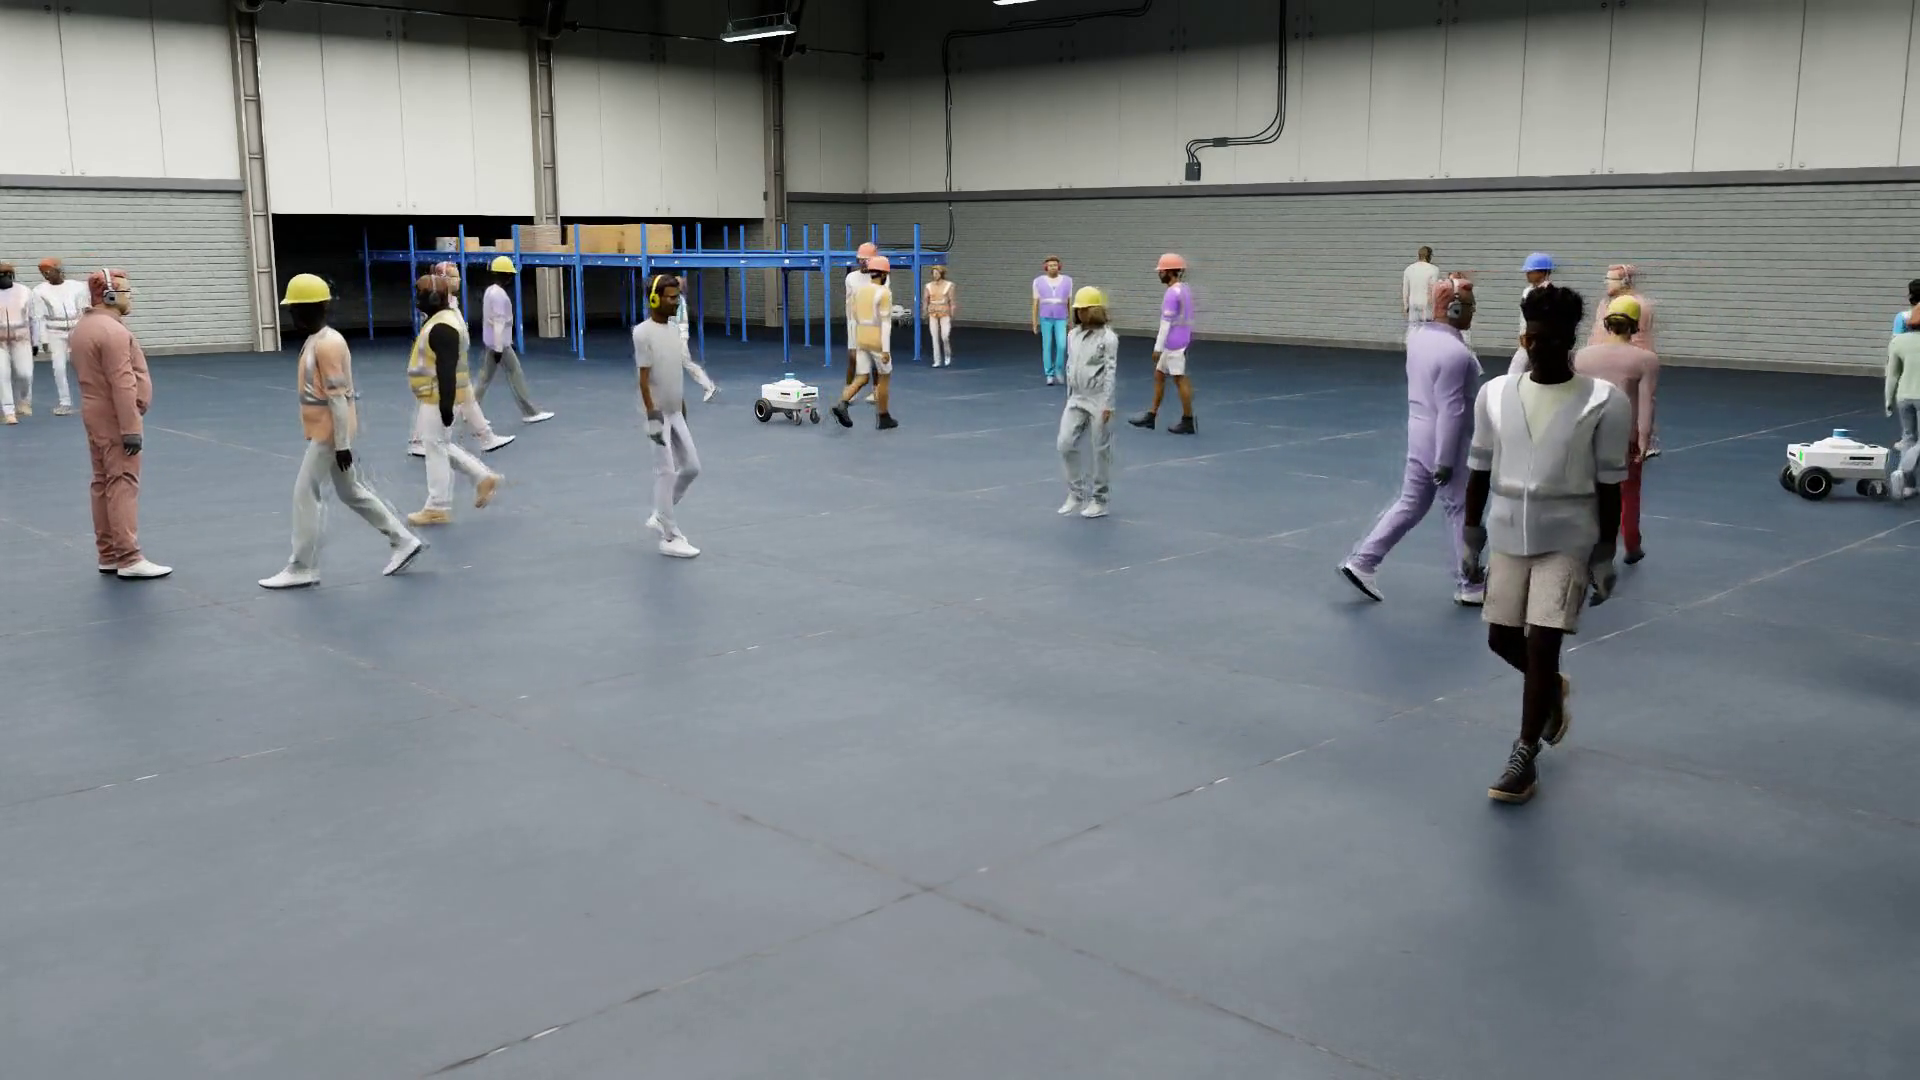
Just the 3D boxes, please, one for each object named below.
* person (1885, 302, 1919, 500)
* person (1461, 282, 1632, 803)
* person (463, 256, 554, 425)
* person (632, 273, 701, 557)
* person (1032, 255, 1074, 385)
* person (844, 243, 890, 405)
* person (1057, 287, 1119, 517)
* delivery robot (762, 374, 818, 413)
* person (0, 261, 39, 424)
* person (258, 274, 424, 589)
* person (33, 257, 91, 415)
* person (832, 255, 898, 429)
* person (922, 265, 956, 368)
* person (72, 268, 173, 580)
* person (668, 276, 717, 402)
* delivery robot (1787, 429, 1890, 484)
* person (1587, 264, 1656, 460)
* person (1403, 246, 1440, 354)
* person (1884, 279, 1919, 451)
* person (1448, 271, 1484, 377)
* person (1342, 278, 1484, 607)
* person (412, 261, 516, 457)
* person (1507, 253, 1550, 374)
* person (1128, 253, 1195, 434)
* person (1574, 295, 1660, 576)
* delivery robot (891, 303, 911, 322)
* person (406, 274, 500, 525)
[{"bbox_3d":[7.631,-1.115,13.281,0.704,1.608,0.502,-7,13,-34],"label":"person"},{"bbox_3d":[2.257,-0.018,6.405,0.607,1.942,0.797,9,14,41],"label":"person"},{"bbox_3d":[-5.136,-2.228,18.630,0.991,1.877,0.608,-5,12,-28],"label":"person"},{"bbox_3d":[-1.928,-0.826,11.016,0.458,1.861,0.550,5,12,25],"label":"person"},{"bbox_3d":[1.317,-3.078,23.388,0.608,1.821,0.693,0,10,-2],"label":"person"},{"bbox_3d":[-1.161,-2.707,20.868,0.627,2.009,0.668,4,11,19],"label":"person"},{"bbox_3d":[0.931,-1.020,12.420,0.511,1.721,0.556,9,14,42],"label":"person"},{"bbox_3d":[-1.938,-1.656,18.973,0.477,0.478,0.707,-10,14,-44],"label":"delivery robot"},{"bbox_3d":[-10.759,-2.234,18.801,0.638,1.828,0.446,-7,12,-32],"label":"person"},{"bbox_3d":[-3.799,-0.677,10.148,0.944,1.892,0.601,-5,11,-25],"label":"person"},{"bbox_3d":[-10.533,-2.417,19.740,0.752,1.861,0.369,-8,13,-38],"label":"person"},{"bbox_3d":[-1.020,-2.145,18.126,0.560,1.902,0.823,9,14,39],"label":"person"},{"bbox_3d":[-0.342,-3.580,26.659,0.548,1.625,0.371,3,11,18],"label":"person"},{"bbox_3d":[-5.222,-0.723,10.336,0.399,1.909,0.642,-10,14,-43],"label":"person"},{"bbox_3d":[-3.519,-2.553,21.155,0.809,1.602,0.541,-1,10,-4],"label":"person"},{"bbox_3d":[7.151,-0.661,13.545,0.707,0.478,0.477,2,11,9],"label":"delivery robot"},{"bbox_3d":[6.050,-1.608,15.320,1.006,1.859,0.648,-1,10,-6],"label":"person"},{"bbox_3d":[7.484,-3.790,26.979,0.350,1.935,0.635,-10,14,-44],"label":"person"},{"bbox_3d":[9.365,-1.716,16.338,0.550,1.680,0.375,-2,11,-9],"label":"person"},{"bbox_3d":[7.251,-3.107,24.157,0.831,1.607,0.523,-2,11,-10],"label":"person"},{"bbox_3d":[2.703,-0.554,9.496,0.919,1.877,0.636,-1,10,-8],"label":"person"},{"bbox_3d":[-4.811,-1.716,15.887,0.994,1.851,0.665,-2,11,-13],"label":"person"},{"bbox_3d":[5.858,-1.985,17.152,0.707,1.922,0.635,-3,11,-14],"label":"person"},{"bbox_3d":[2.156,-2.104,17.856,0.860,1.904,0.577,3,11,16],"label":"person"},{"bbox_3d":[4.130,-0.667,10.514,0.531,1.733,0.838,6,12,31],"label":"person"},{"bbox_3d":[-1.472,-5.304,38.866,0.477,0.478,0.707,-10,14,-44],"label":"delivery robot"},{"bbox_3d":[-3.794,-1.042,12.288,0.607,1.830,0.641,-4,11,-19],"label":"person"}]
